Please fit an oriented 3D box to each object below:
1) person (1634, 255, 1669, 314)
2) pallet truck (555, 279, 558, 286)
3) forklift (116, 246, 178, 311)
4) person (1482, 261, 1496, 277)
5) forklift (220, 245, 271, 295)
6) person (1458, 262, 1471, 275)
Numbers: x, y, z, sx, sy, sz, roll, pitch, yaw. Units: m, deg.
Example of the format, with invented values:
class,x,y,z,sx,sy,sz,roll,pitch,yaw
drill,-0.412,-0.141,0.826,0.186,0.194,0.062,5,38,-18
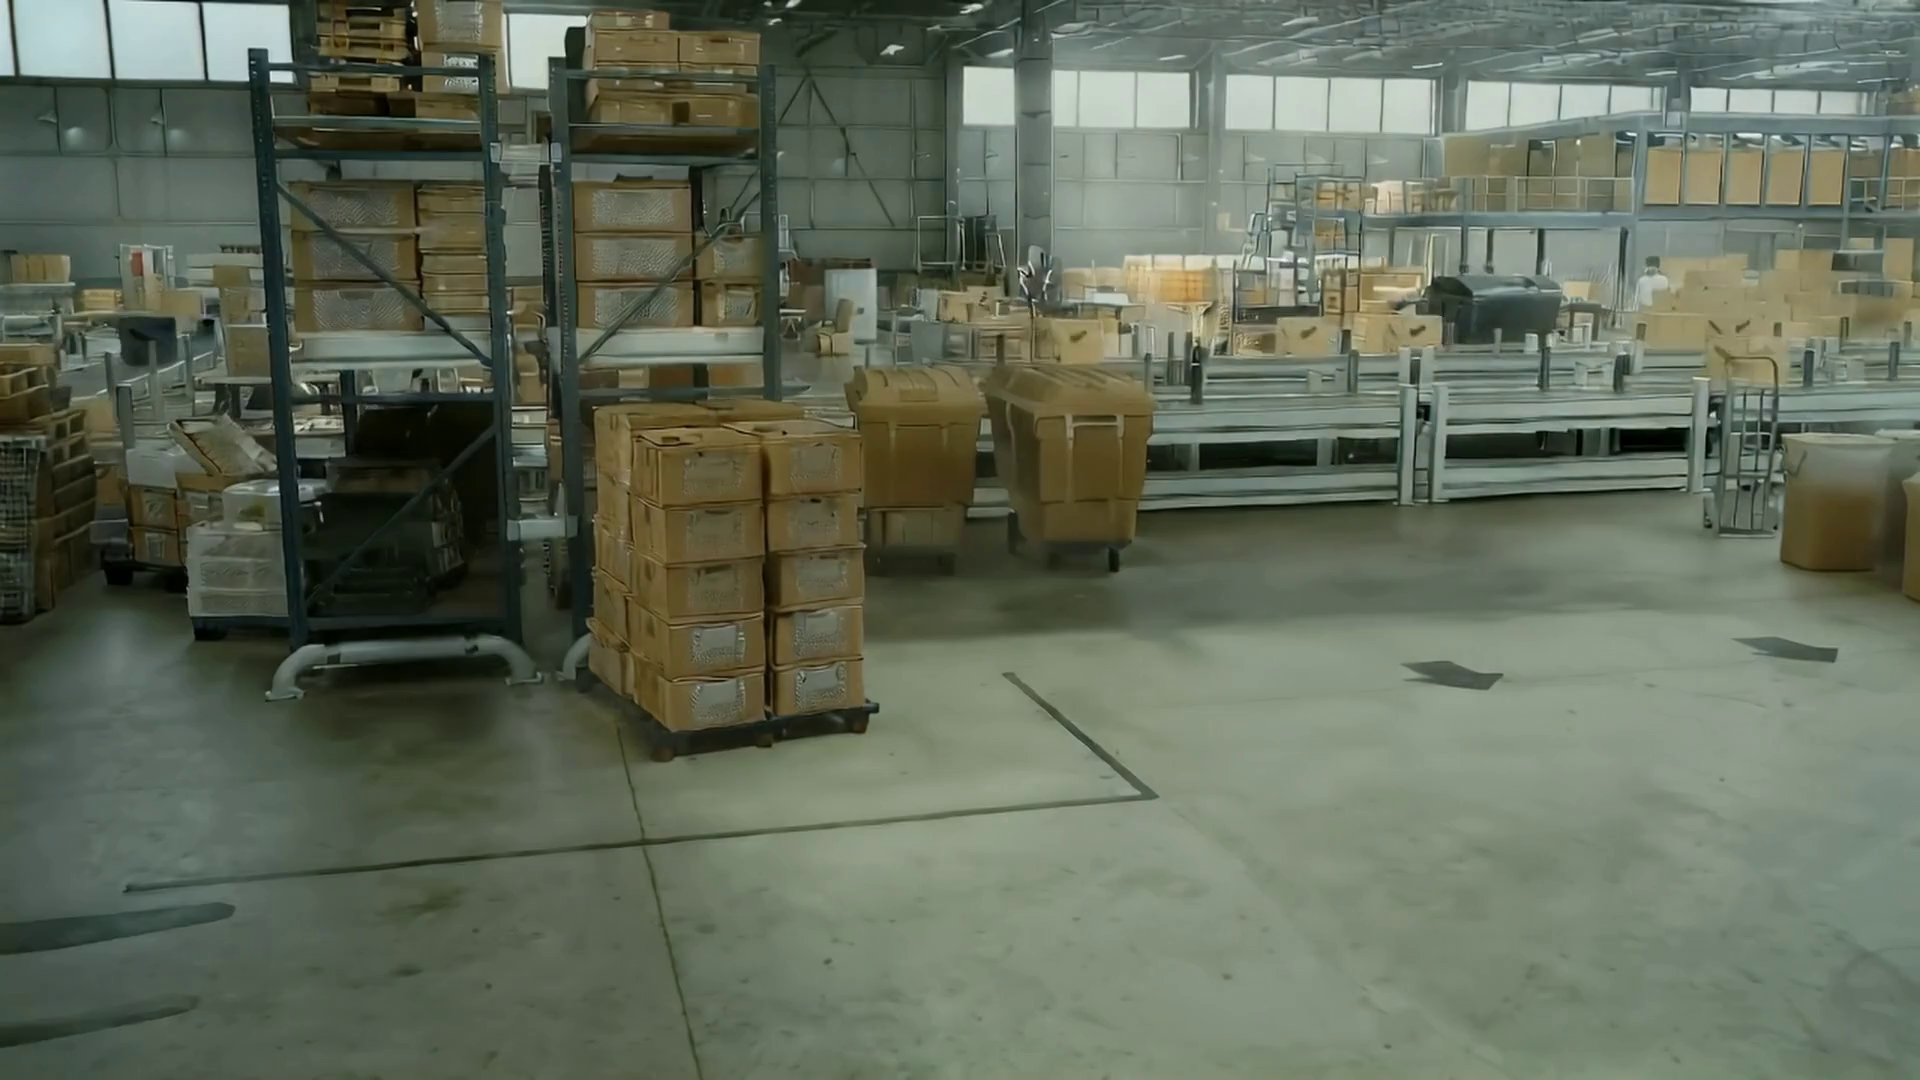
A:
class,x,y,z,sx,sy,sz,roll,pitch,yaw
person,11.648,-3.805,28.074,0.428,1.982,0.630,-6,11,-29
pallet truck,-10.604,-6.375,44.520,0.653,1.274,1.630,-3,10,-15
forklift,-19.966,-6.232,40.894,1.157,1.987,2.680,-3,10,-15
person,9.518,-4.113,30.146,0.638,1.854,1.015,-7,12,-35
forklift,-17.749,-6.334,41.440,1.157,1.987,2.680,-3,10,-17
person,12.854,-6.257,42.674,0.515,1.702,0.837,-3,10,-14
